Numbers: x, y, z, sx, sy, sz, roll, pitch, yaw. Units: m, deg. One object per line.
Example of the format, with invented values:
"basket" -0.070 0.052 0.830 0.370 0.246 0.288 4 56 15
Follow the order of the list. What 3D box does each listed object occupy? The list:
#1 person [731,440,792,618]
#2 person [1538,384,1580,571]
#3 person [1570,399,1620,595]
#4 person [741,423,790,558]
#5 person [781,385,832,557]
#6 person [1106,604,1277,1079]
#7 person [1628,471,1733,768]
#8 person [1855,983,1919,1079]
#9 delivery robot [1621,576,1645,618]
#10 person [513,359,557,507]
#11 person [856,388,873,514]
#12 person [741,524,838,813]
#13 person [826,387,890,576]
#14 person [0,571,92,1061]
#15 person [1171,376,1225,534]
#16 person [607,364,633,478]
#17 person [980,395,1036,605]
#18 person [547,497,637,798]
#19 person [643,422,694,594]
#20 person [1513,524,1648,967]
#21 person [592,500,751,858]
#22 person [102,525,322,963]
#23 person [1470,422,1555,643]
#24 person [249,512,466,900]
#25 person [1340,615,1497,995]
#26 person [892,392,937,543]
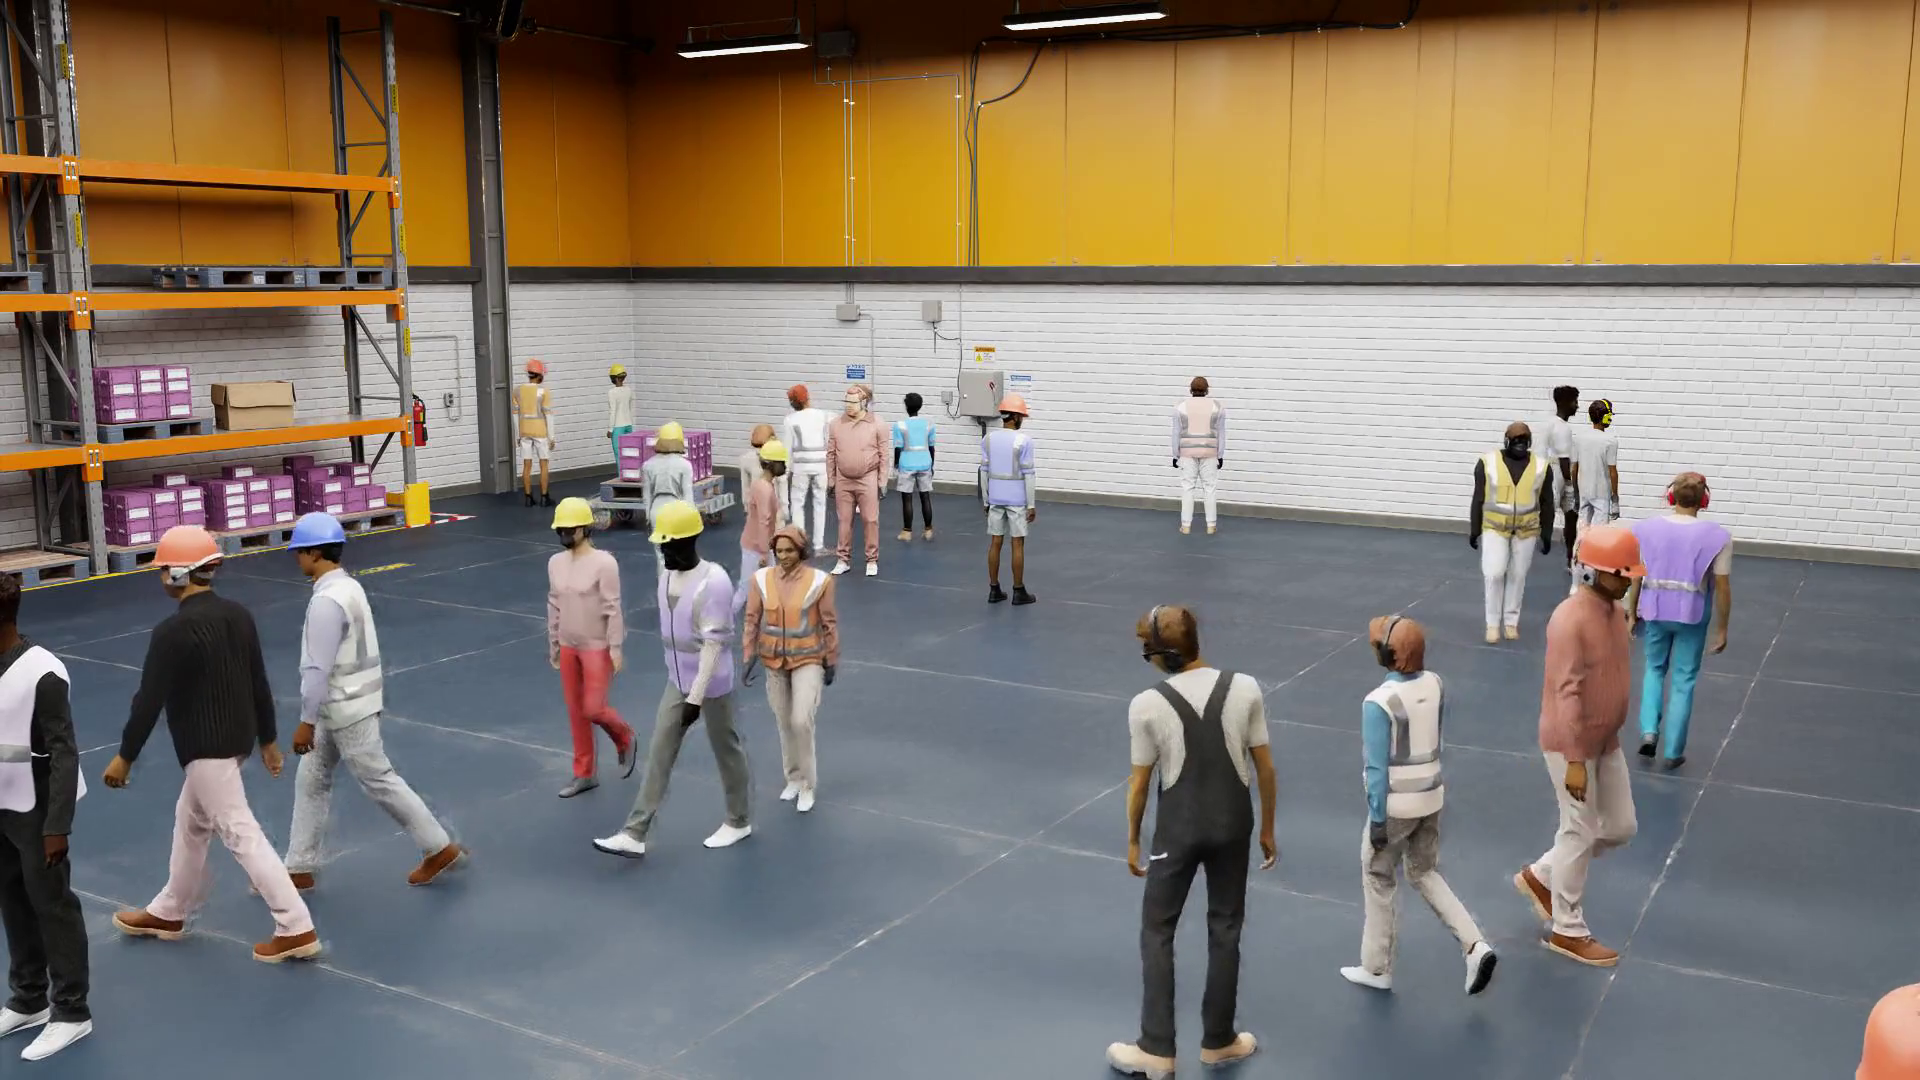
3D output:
"person" -1.693 0.060 13.279 0.753 1.721 0.539 -1 9 -5
"person" 5.982 -0.621 16.852 0.963 1.930 0.608 3 9 16
"person" 5.956 -0.386 15.560 0.328 1.872 0.512 -6 11 -32
"person" -1.862 -0.302 15.793 0.522 1.620 0.411 4 10 26
"person" -1.608 -0.715 17.669 0.665 1.858 0.386 -4 10 -22
"person" 0.879 1.142 6.248 0.647 1.807 0.356 0 9 0
"person" 4.388 0.493 10.172 0.593 1.833 0.451 7 11 35
"person" 1.641 1.627 2.873 0.546 1.916 0.842 4 10 24
"delivery robot" 5.934 0.441 14.203 0.477 0.478 0.707 8 12 41
"person" -5.517 -1.376 21.617 0.570 1.918 0.388 2 9 12
"person" -1.277 -1.132 21.068 0.353 1.600 0.600 -5 11 -30
"person" -0.980 0.726 9.416 0.518 1.618 0.603 2 9 15
"person" -1.037 -0.581 16.675 0.652 1.904 0.403 2 9 12
"person" -3.643 1.047 6.476 0.590 1.917 0.395 5 10 29
"person" 2.776 -0.987 19.400 0.624 1.845 0.430 1 9 6
"person" -4.783 -1.583 23.359 0.316 1.767 0.535 4 10 25
"person" 0.462 -0.367 15.267 0.549 1.926 0.384 6 11 32
"person" -2.158 0.612 9.673 0.546 1.752 0.441 5 11 30
"person" -2.599 -0.180 14.734 0.481 1.720 0.539 3 9 16
"person" 2.745 0.889 7.327 0.619 1.964 0.482 -8 12 -42
"person" -1.440 0.736 8.526 0.586 1.873 0.967 8 12 41
"person" -3.306 0.903 7.346 1.055 1.942 0.610 1 9 4
"person" 4.531 -0.053 13.626 0.655 1.818 0.648 2 9 10
"person" -2.941 0.800 8.097 0.994 1.897 0.597 -3 10 -17
"person" 1.916 1.124 6.887 0.538 1.624 0.596 -7 12 -39
"person" -0.518 -0.819 18.804 0.540 1.695 0.317 -4 10 -26
